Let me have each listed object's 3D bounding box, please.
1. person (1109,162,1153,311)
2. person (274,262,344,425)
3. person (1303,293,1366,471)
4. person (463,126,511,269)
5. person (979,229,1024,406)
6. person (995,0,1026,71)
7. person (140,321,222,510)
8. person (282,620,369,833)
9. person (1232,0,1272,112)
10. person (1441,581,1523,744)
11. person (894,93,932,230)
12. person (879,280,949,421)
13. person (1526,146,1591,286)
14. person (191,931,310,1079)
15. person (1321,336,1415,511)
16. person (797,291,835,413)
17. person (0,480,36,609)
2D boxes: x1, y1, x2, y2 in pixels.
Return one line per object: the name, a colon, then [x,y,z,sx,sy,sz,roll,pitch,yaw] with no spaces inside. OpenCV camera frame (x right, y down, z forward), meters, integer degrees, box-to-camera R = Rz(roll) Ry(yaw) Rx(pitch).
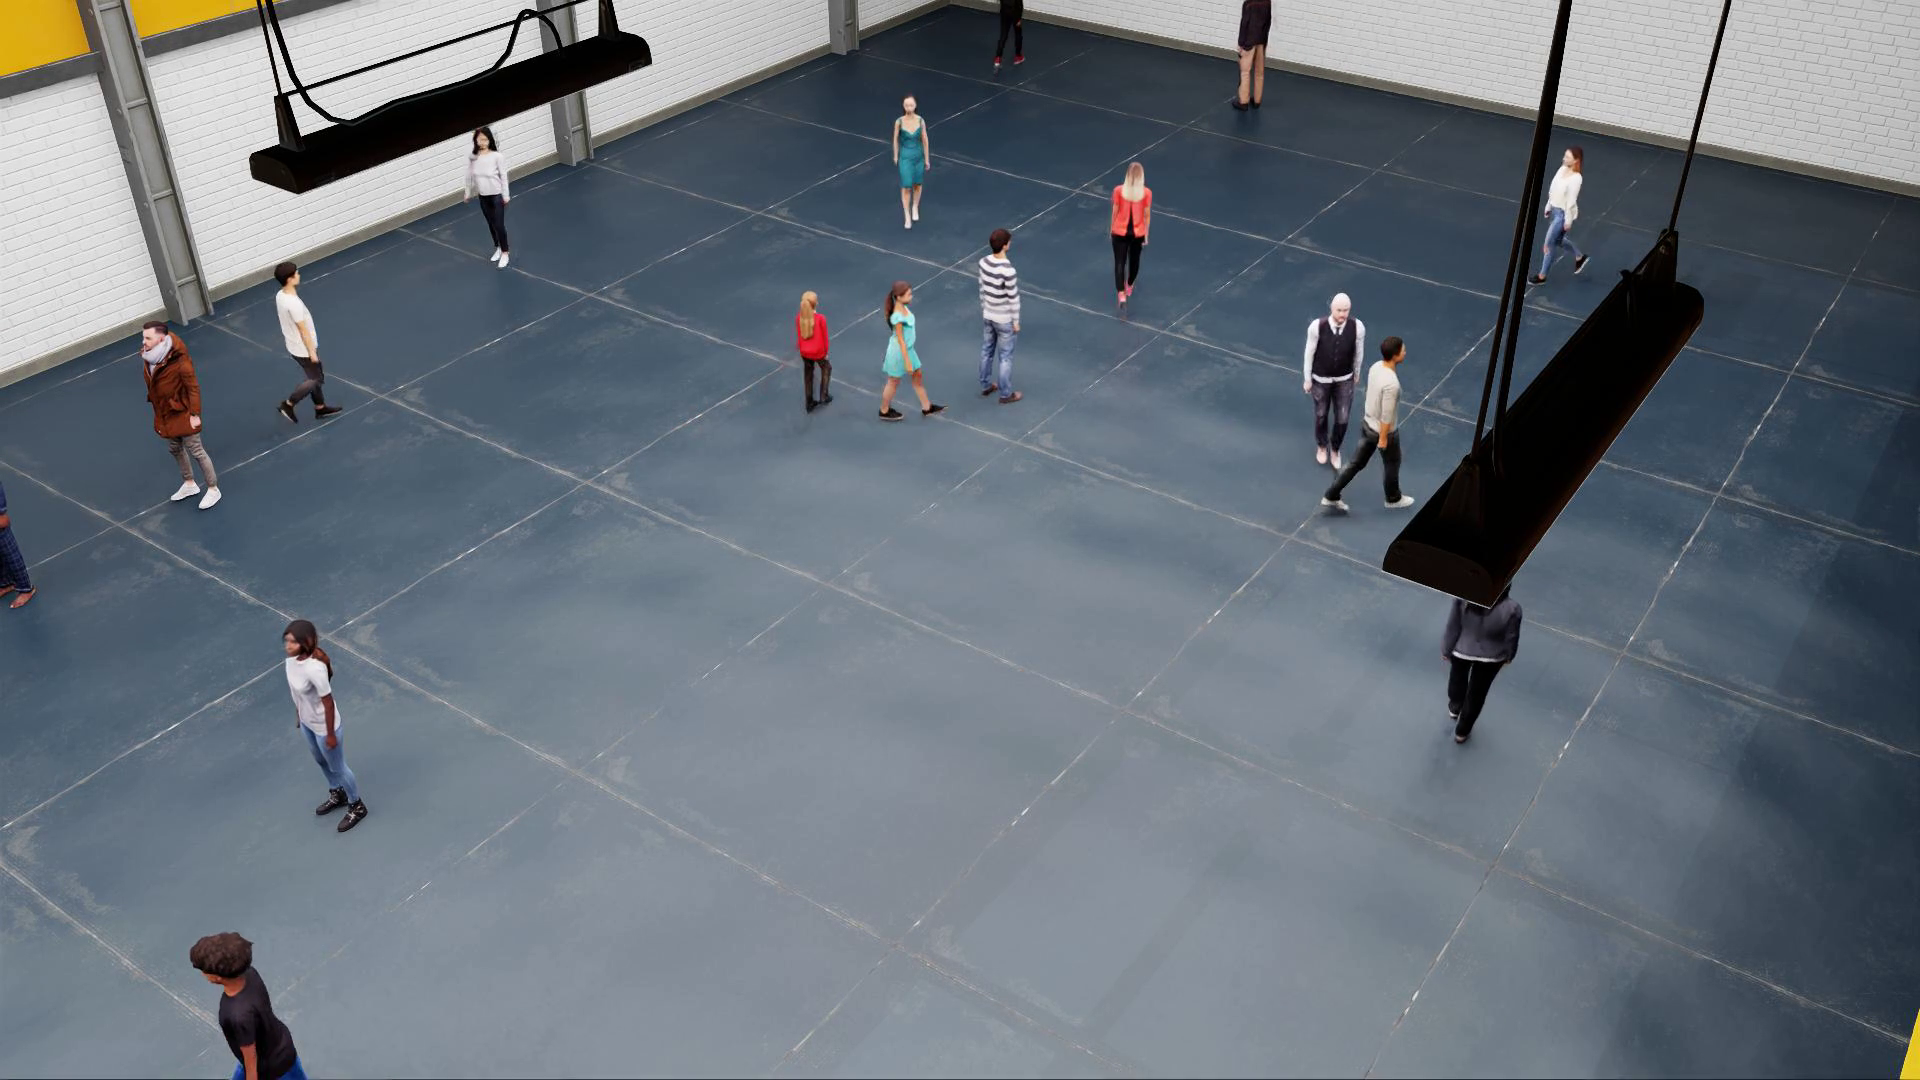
person: [1.899,-3.397,18.719,0.966,1.666,1.188,3,34,4]
person: [-6.581,-1.912,16.447,0.971,1.707,0.835,-19,38,-26]
person: [3.533,-1.569,15.844,0.817,1.803,0.820,5,34,7]
person: [-5.556,-4.142,19.815,0.743,1.692,0.754,10,35,15]
person: [0.393,-2.272,16.856,0.681,1.854,0.580,28,43,35]
person: [0.744,-8.133,25.862,0.680,1.645,1.092,16,37,23]
person: [-7.157,-1.166,15.206,0.764,1.839,0.771,13,36,19]
person: [-4.474,1.286,11.627,0.606,1.718,0.546,26,41,33]
person: [4.283,-7.253,24.288,0.741,1.923,0.852,-14,36,-19]
person: [3.840,0.852,12.404,0.727,1.580,0.781,17,37,23]
person: [-0.596,-4.775,20.793,0.822,1.664,0.895,-4,34,-6]
person: [-0.665,-1.862,16.531,0.888,1.532,0.951,4,34,6]
person: [7.027,-3.743,19.235,1.034,1.670,1.028,-2,34,-3]
person: [-3.764,2.832,9.249,0.893,1.774,0.828,-13,36,-19]
person: [3.695,-1.007,15.023,1.212,1.777,1.133,-6,34,-10]
person: [-1.501,-1.879,16.794,0.584,1.268,0.659,11,35,16]
person: [-8.172,-0.272,13.875,0.744,1.824,0.708,11,35,16]
